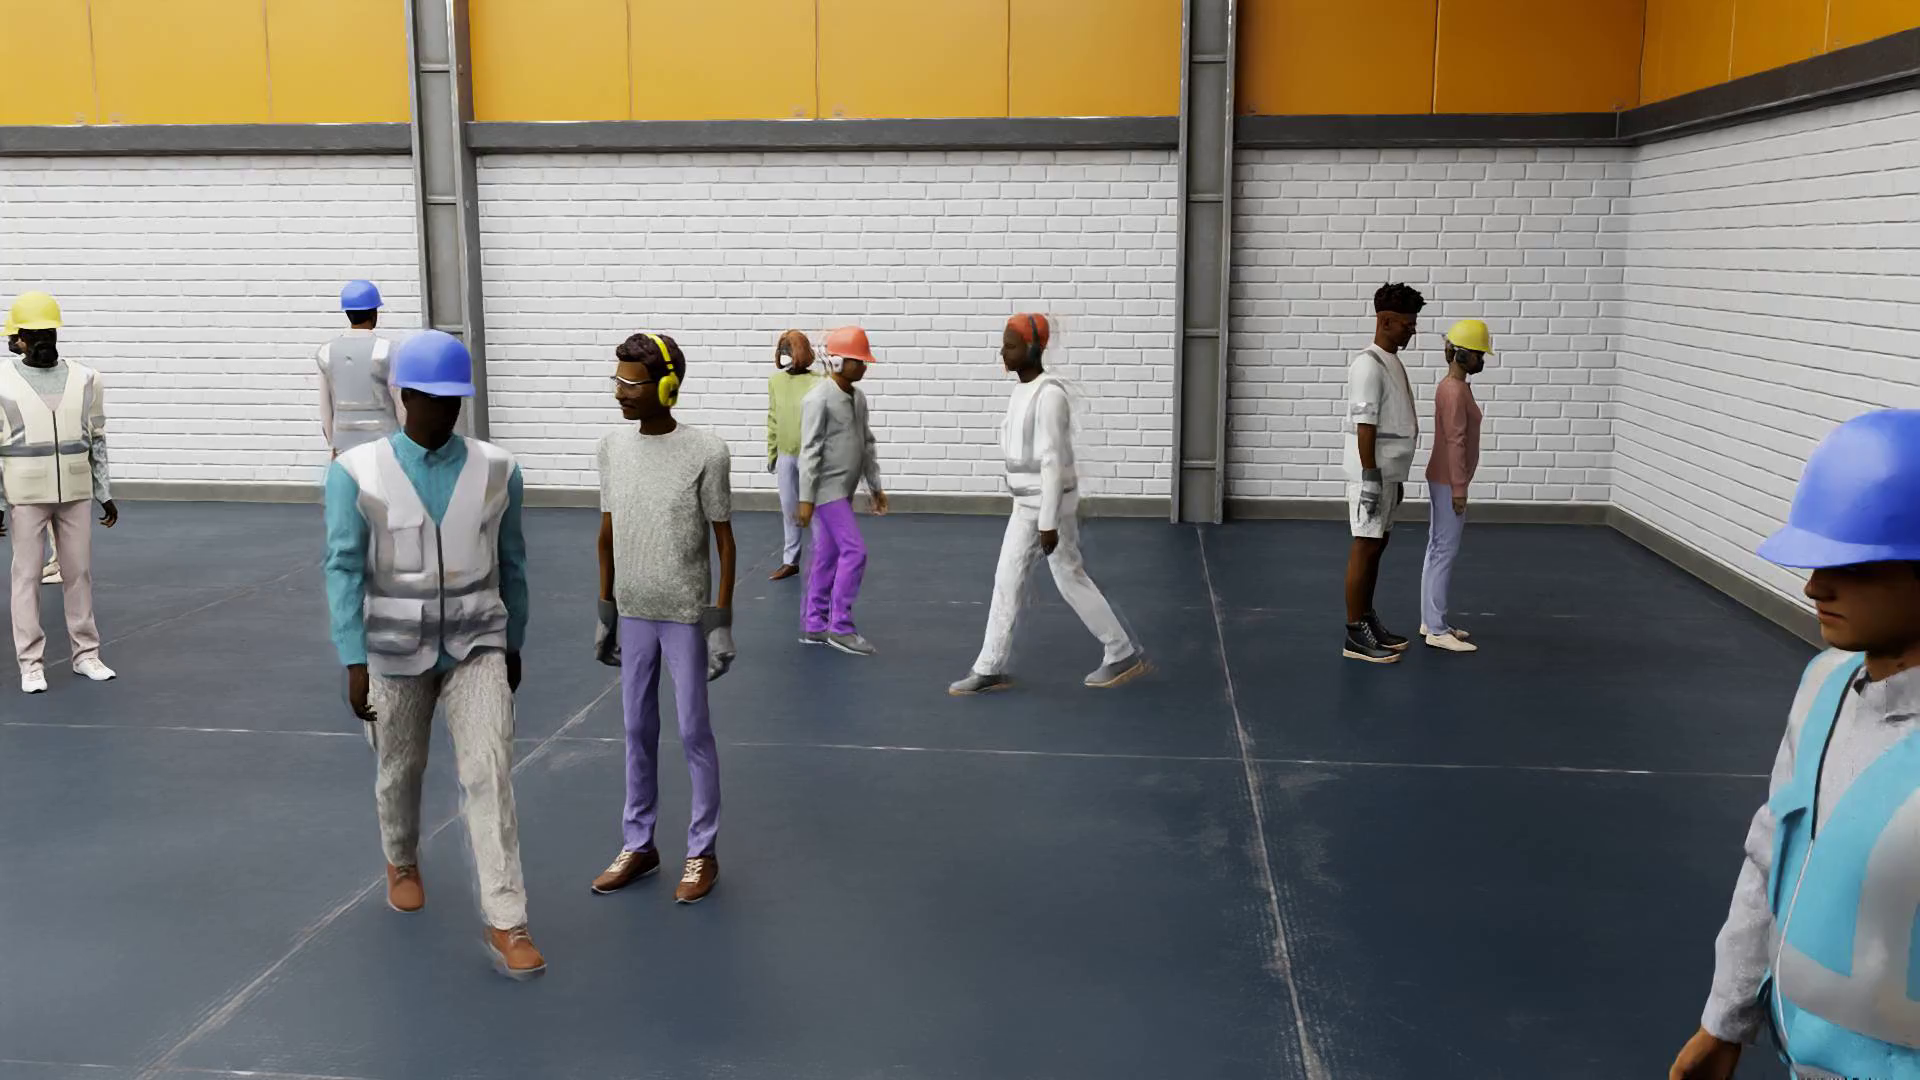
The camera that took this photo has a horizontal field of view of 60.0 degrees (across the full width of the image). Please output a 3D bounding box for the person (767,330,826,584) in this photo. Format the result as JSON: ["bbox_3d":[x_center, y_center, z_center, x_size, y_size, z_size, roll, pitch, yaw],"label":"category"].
[{"bbox_3d":[-1.031,-0.528,10.636,0.497,1.626,0.287,7,12,34],"label":"person"}]

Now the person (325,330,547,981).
[{"bbox_3d":[-1.610,0.312,5.081,0.623,1.895,0.976,-5,11,-26],"label":"person"}]

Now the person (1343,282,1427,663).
[{"bbox_3d":[2.200,-0.356,8.683,0.377,1.959,0.603,5,11,25],"label":"person"}]

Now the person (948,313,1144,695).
[{"bbox_3d":[0.441,-0.159,7.959,0.957,1.851,0.595,-3,10,-16],"label":"person"}]

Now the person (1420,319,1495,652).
[{"bbox_3d":[2.657,-0.295,8.907,0.324,1.763,0.524,2,10,12],"label":"person"}]

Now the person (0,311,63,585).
[{"bbox_3d":[-5.884,-0.595,10.635,0.517,1.757,0.337,9,13,41],"label":"person"}]

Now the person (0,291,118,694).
[{"bbox_3d":[-4.415,-0.236,8.083,0.370,1.929,0.585,9,13,42],"label":"person"}]

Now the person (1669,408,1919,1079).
[{"bbox_3d":[1.245,0.782,2.256,0.458,1.925,0.630,1,10,8],"label":"person"}]

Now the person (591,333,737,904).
[{"bbox_3d":[-0.971,0.259,5.437,0.519,1.865,0.335,4,11,20],"label":"person"}]

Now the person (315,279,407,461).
[{"bbox_3d":[-3.553,-0.586,10.027,0.605,1.951,0.380,2,10,10],"label":"person"}]

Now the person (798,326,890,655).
[{"bbox_3d":[-0.594,-0.266,8.818,0.600,1.725,0.555,3,10,16],"label":"person"}]
